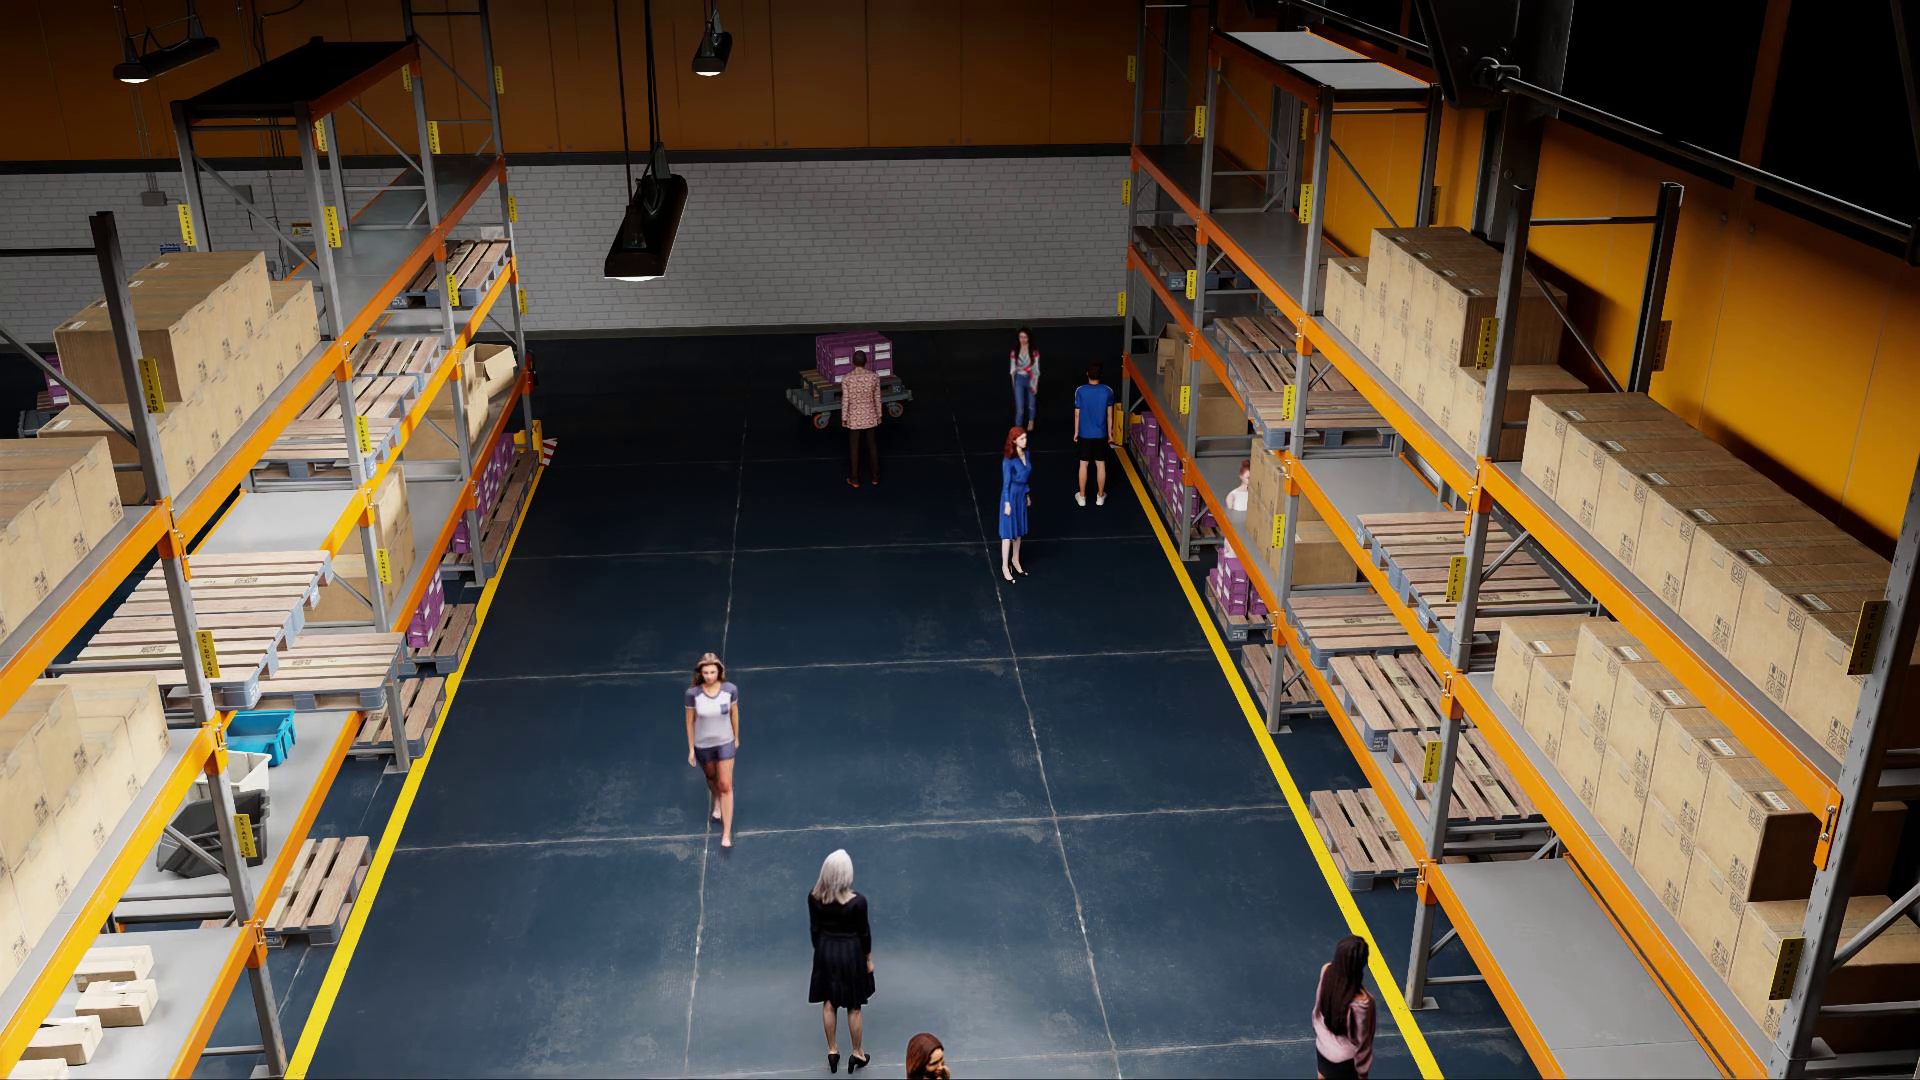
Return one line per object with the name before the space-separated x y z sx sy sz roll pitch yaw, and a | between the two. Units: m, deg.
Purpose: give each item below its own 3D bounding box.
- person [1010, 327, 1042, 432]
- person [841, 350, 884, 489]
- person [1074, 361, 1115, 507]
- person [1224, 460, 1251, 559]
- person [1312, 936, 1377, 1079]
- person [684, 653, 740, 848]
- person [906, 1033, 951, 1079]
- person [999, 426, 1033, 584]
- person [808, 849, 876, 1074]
person | 0.929 -2.176 23.018 0.724 1.578 1.118 3 24 6
person | -1.257 -1.557 21.314 0.733 1.808 0.648 -6 24 -14
person | 1.658 -1.342 20.752 0.649 1.866 0.576 -1 24 -1
person | 3.002 -0.005 17.790 0.588 1.787 0.567 -6 24 -12
person | 2.363 3.228 10.366 0.756 1.811 0.604 -12 26 -25
person | -2.080 1.690 14.050 0.581 1.678 1.034 -2 24 -4
person | -0.182 3.583 9.524 0.723 1.835 0.641 14 27 30
person | 0.621 -0.415 18.677 0.770 1.828 0.709 19 30 36
person | -0.807 2.855 11.300 0.671 1.746 0.663 5 24 12
